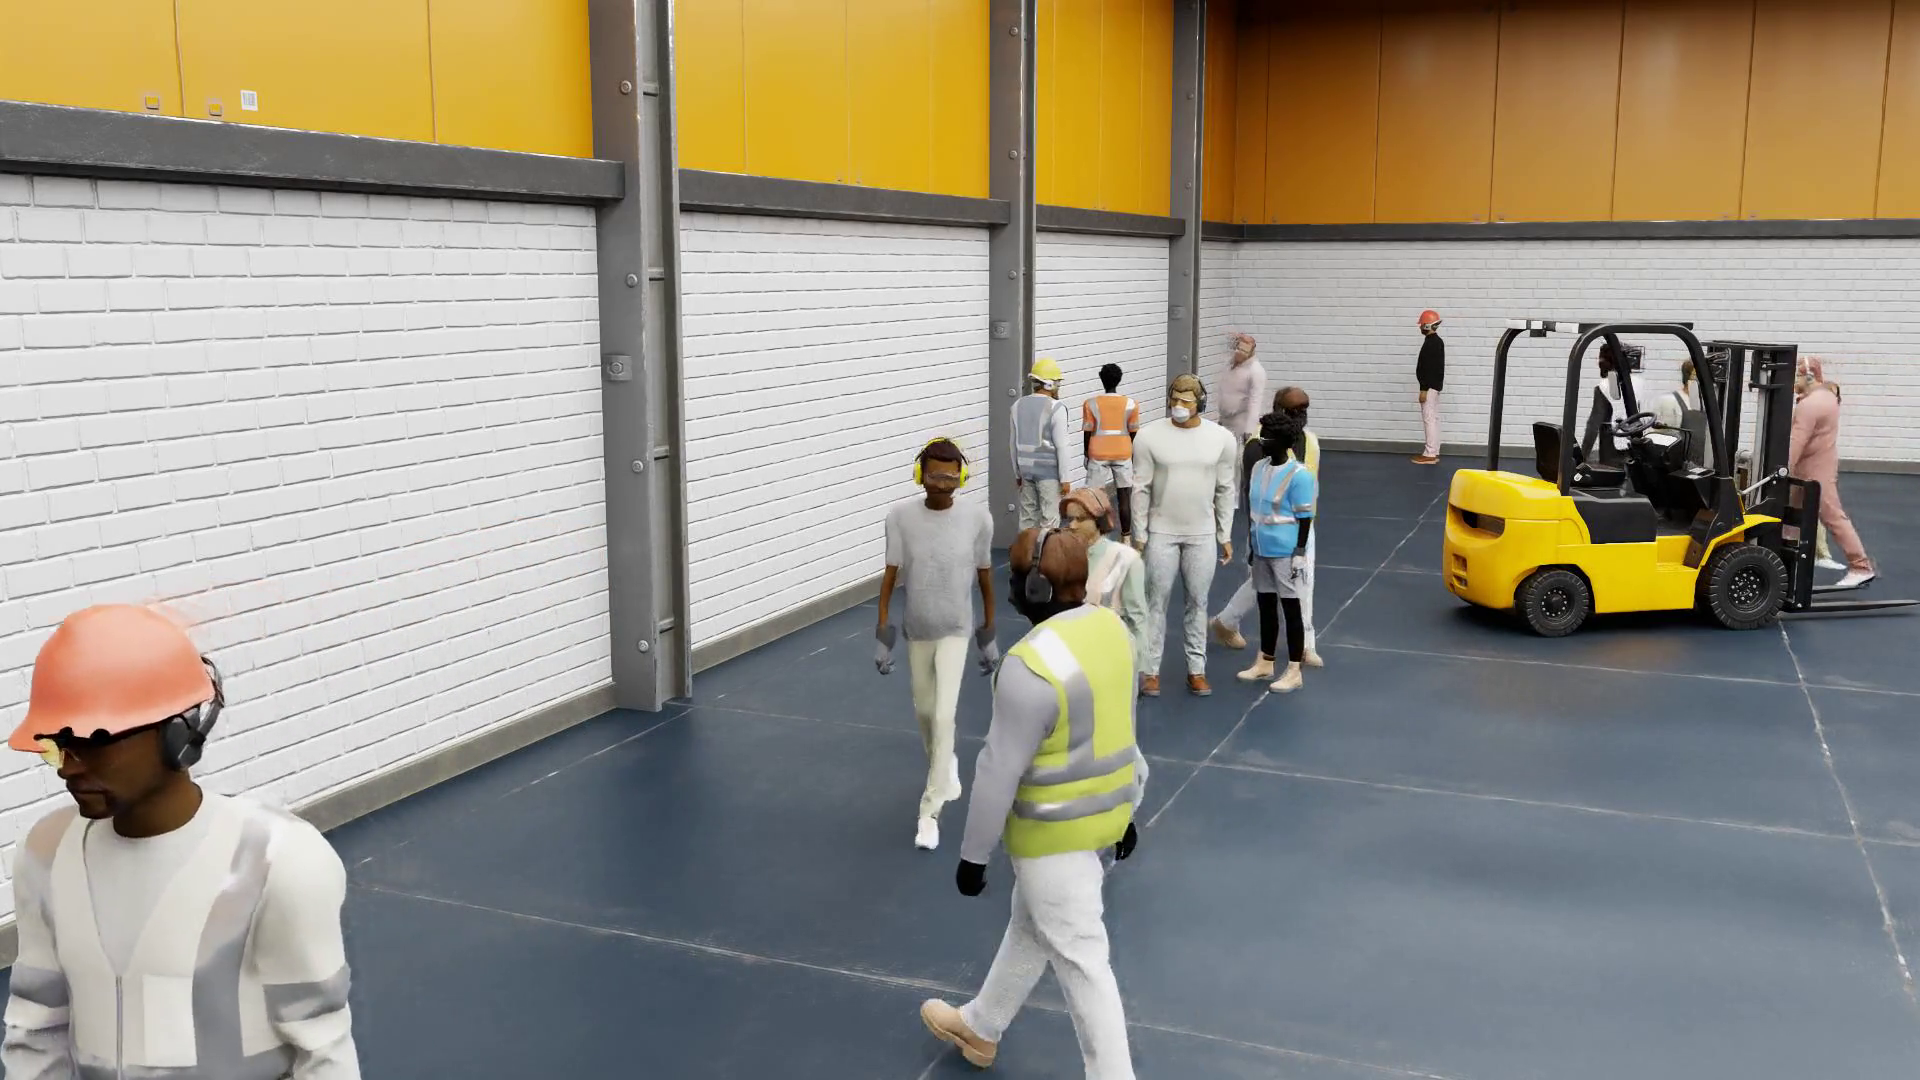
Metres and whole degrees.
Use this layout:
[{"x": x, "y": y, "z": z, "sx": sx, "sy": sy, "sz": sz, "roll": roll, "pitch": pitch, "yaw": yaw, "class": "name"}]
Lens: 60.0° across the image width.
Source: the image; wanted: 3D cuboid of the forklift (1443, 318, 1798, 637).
[{"x": 4.706, "y": -0.497, "z": 11.990, "sx": 2.313, "sy": 2.155, "sz": 1.214, "roll": -2, "pitch": 10, "yaw": -10, "class": "forklift"}]

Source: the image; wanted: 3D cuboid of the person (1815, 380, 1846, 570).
[{"x": 7.234, "y": -0.568, "z": 14.187, "sx": 0.653, "sy": 1.603, "sz": 0.524, "roll": 9, "pitch": 13, "yaw": 43, "class": "person"}]

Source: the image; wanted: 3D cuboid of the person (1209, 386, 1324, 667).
[{"x": 2.047, "y": -0.110, "z": 10.827, "sx": 0.637, "sy": 1.816, "sz": 0.775, "roll": -6, "pitch": 11, "yaw": -31, "class": "person"}]

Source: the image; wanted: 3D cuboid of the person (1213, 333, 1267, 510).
[{"x": 2.883, "y": -1.203, "z": 17.257, "sx": 0.405, "sy": 1.877, "sz": 0.735, "roll": -4, "pitch": 10, "yaw": -21, "class": "person"}]

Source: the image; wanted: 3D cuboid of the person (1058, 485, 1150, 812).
[{"x": 0.629, "y": 0.546, "z": 7.419, "sx": 0.534, "sy": 1.616, "sz": 0.653, "roll": 6, "pitch": 11, "yaw": 30, "class": "person"}]

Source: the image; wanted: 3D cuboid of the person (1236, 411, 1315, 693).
[{"x": 1.914, "y": 0.067, "z": 10.062, "sx": 0.319, "sy": 1.698, "sz": 0.526, "roll": -5, "pitch": 11, "yaw": -27, "class": "person"}]

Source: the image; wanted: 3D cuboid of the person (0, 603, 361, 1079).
[{"x": -1.356, "y": 1.107, "z": 2.794, "sx": 0.627, "sy": 2.020, "sz": 0.632, "roll": 3, "pitch": 10, "yaw": 17, "class": "person"}]

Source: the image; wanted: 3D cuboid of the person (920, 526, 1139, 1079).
[{"x": 0.191, "y": 0.850, "z": 5.021, "sx": 0.933, "sy": 1.796, "sz": 0.654, "roll": 5, "pitch": 11, "yaw": 30, "class": "person"}]

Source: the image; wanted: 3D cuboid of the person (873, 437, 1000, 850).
[{"x": -0.100, "y": 0.413, "z": 7.642, "sx": 0.562, "sy": 1.825, "sz": 0.916, "roll": 2, "pitch": 10, "yaw": 12, "class": "person"}]

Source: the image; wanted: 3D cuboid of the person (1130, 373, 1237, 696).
[{"x": 1.329, "y": -0.026, "z": 9.920, "sx": 0.629, "sy": 1.937, "sz": 0.379, "roll": 0, "pitch": 9, "yaw": 1, "class": "person"}]

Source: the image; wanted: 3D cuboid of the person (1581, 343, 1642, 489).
[{"x": 5.707, "y": -0.814, "z": 14.795, "sx": 0.637, "sy": 1.892, "sz": 0.723, "roll": -8, "pitch": 12, "yaw": -40, "class": "person"}]

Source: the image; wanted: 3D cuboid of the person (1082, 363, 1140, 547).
[{"x": 1.367, "y": -0.752, "z": 15.069, "sx": 0.521, "sy": 1.690, "sz": 0.318, "roll": -1, "pitch": 9, "yaw": -5, "class": "person"}]

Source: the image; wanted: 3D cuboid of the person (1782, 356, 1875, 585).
[{"x": 6.889, "y": -0.546, "z": 13.377, "sx": 1.027, "sy": 1.850, "sz": 0.650, "roll": 6, "pitch": 11, "yaw": 31, "class": "person"}]

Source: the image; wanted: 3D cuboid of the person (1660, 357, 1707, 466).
[{"x": 5.929, "y": -0.580, "z": 13.575, "sx": 0.536, "sy": 1.832, "sz": 0.514, "roll": -4, "pitch": 10, "yaw": -22, "class": "person"}]

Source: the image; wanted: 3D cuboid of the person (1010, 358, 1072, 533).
[{"x": 0.675, "y": -0.542, "z": 13.365, "sx": 0.404, "sy": 1.828, "sz": 0.601, "roll": -9, "pitch": 13, "yaw": -42, "class": "person"}]

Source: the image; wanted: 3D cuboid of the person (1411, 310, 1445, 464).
[{"x": 6.083, "y": -1.985, "z": 21.607, "sx": 0.396, "sy": 1.992, "sz": 0.621, "roll": 5, "pitch": 11, "yaw": 29, "class": "person"}]
